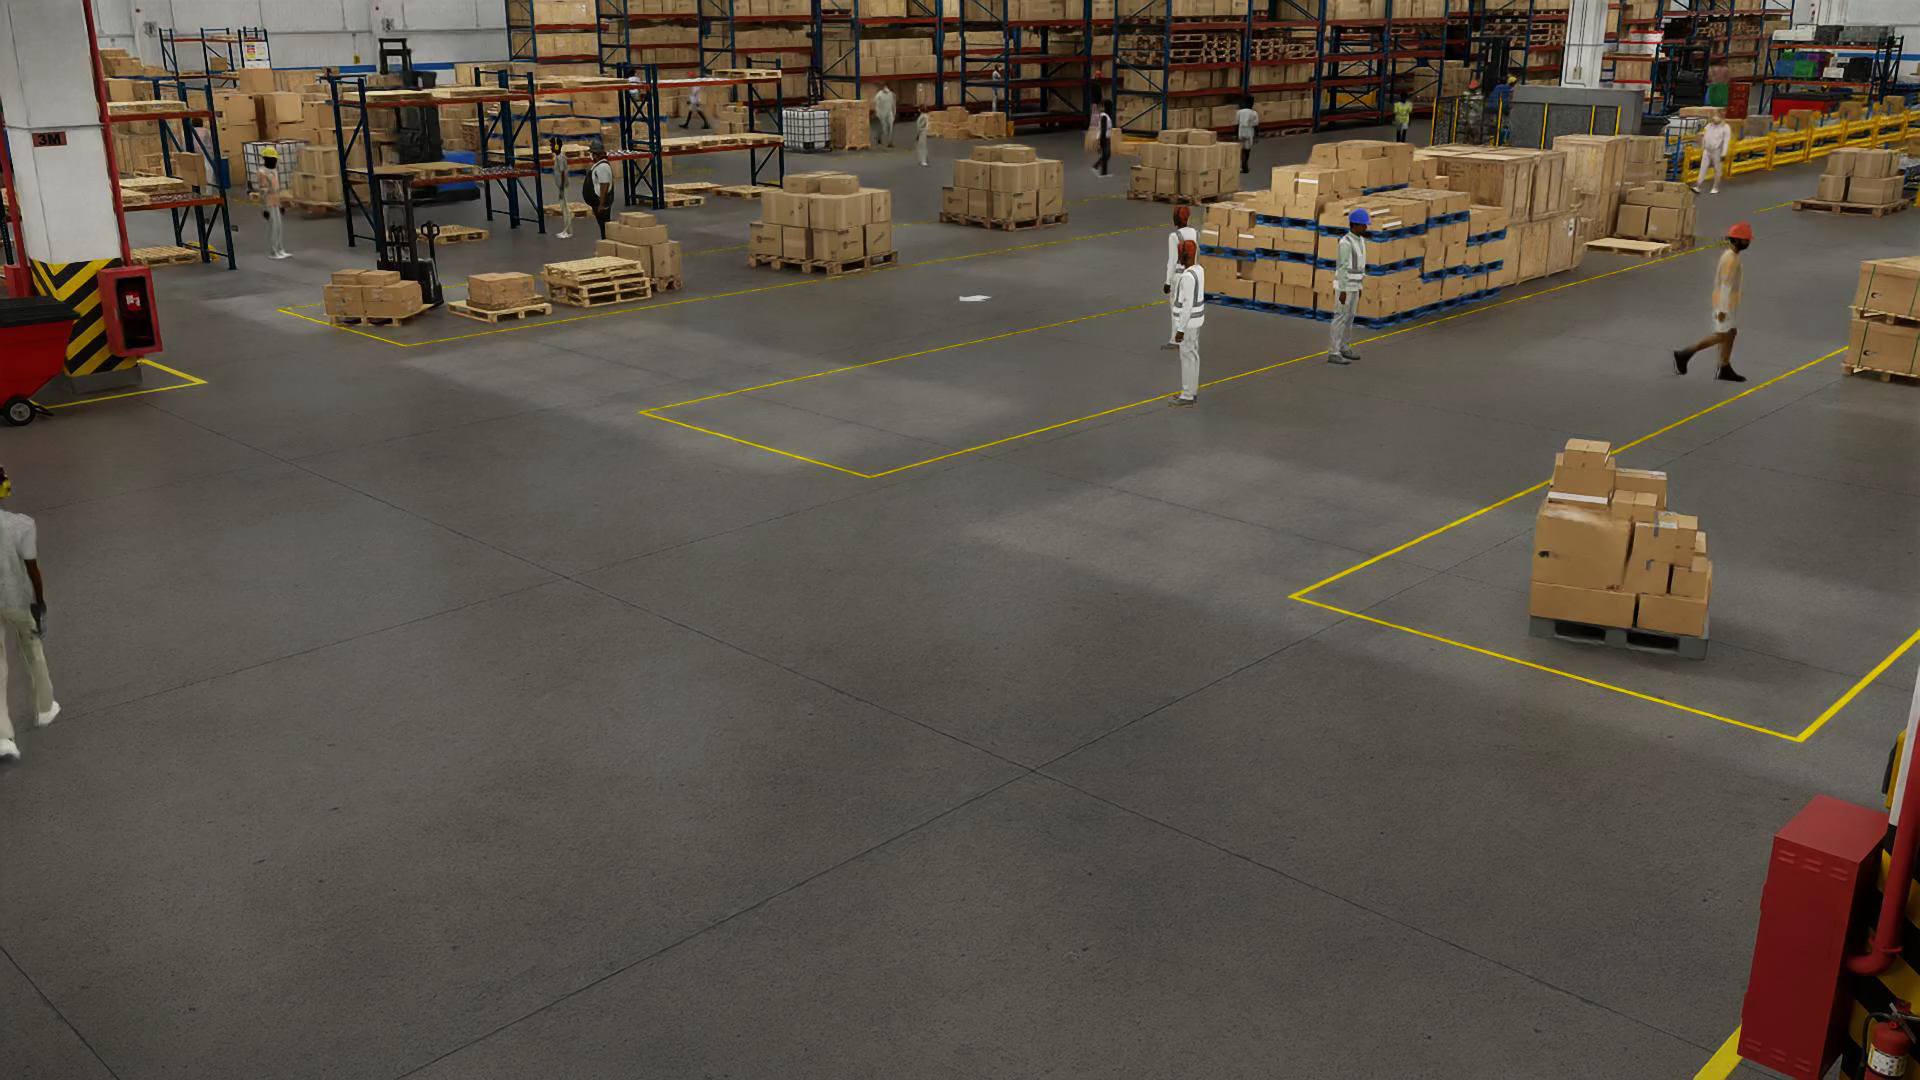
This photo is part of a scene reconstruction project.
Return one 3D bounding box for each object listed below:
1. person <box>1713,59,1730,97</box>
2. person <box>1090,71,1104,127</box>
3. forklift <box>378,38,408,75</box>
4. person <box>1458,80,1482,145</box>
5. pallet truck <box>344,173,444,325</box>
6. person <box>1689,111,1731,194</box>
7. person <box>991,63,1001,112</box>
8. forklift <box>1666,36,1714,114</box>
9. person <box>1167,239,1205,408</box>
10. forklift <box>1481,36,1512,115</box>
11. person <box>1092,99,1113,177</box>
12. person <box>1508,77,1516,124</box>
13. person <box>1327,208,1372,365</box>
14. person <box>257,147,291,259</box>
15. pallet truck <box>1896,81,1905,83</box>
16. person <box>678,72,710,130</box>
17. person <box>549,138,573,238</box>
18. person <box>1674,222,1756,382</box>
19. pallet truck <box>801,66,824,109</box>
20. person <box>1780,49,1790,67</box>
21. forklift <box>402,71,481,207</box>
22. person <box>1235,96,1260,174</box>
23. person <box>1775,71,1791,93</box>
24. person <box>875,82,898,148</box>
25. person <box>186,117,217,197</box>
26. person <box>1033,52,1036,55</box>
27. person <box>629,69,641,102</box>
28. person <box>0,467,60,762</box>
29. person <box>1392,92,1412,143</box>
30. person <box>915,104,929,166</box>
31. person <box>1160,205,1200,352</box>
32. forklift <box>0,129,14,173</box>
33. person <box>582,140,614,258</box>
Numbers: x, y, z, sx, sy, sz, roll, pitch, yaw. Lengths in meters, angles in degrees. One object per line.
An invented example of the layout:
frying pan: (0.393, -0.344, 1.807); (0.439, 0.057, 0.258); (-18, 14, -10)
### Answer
person: (29.818, -17.862, 65.144); (0.464, 1.888, 0.664); (-12, 22, -33)
person: (4.426, -14.145, 53.786); (0.393, 1.990, 0.616); (-3, 19, -8)
forklift: (-20.304, -16.625, 59.872); (1.129, 2.768, 1.873); (-4, 19, -12)
person: (14.974, -12.430, 48.619); (0.985, 2.007, 0.616); (-15, 23, -38)
pallet truck: (-8.209, -4.181, 23.757); (0.823, 1.965, 1.885); (3, 19, 9)
person: (17.165, -8.833, 37.981); (0.960, 1.855, 0.673); (-14, 23, -35)
person: (1.337, -16.361, 60.547); (0.372, 1.940, 0.632); (2, 19, 7)
forklift: (27.341, -17.291, 61.877); (1.129, 2.768, 1.873); (17, 25, 41)
person: (2.547, -2.422, 18.632); (0.355, 1.887, 0.573); (7, 20, 20)
forklift: (19.973, -17.201, 61.605); (1.873, 2.768, 1.129); (16, 24, 40)
person: (3.615, -9.985, 41.386); (0.446, 1.907, 0.590); (4, 19, 12)
person: (18.044, -14.248, 54.466); (0.328, 1.760, 0.524); (6, 19, 17)
person: (4.894, -3.175, 20.828); (0.425, 1.938, 0.603); (12, 22, 32)
person: (-11.991, -5.874, 28.973); (0.389, 1.924, 0.591); (-1, 18, -3)
pallet truck: (34.802, -16.331, 61.455); (0.653, 1.274, 1.630); (17, 25, 41)
person: (-8.873, -14.645, 55.478); (1.047, 1.883, 0.551); (-2, 19, -7)
person: (-7.523, -6.640, 31.373); (0.310, 1.864, 0.533); (-5, 19, -14)
person: (9.073, -2.841, 19.862); (0.747, 1.918, 0.550); (8, 20, 24)
pallet truck: (-4.812, -15.182, 56.903); (0.823, 1.965, 1.885); (-9, 21, -26)
person: (39.515, -22.642, 79.762); (0.535, 1.749, 0.493); (16, 24, 40)
forklift: (-11.606, -8.747, 36.134); (1.129, 2.768, 1.873); (17, 25, 41)
person: (7.370, -10.309, 42.308); (0.626, 1.934, 0.802); (16, 24, 40)
person: (32.540, -18.018, 65.739); (0.611, 1.815, 0.439); (12, 22, 32)
person: (-2.204, -12.599, 49.251); (0.651, 1.913, 0.496); (-11, 21, -30)
person: (-16.902, -8.550, 37.197); (0.631, 1.824, 0.570); (-2, 19, -7)
person: (3.685, -22.950, 80.499); (0.963, 1.865, 0.665); (-15, 24, -39)
person: (-12.073, -16.613, 61.710); (0.549, 1.662, 0.787); (1, 18, 2)
person: (-5.875, 0.413, 10.192); (0.520, 1.830, 0.959); (-7, 20, -21)
person: (12.898, -12.236, 48.574); (0.542, 1.648, 0.880); (5, 19, 15)
person: (-1.070, -10.716, 44.017); (0.560, 1.619, 0.540); (5, 19, 16)
person: (2.848, -3.389, 21.550); (0.355, 1.884, 0.575); (15, 24, 38)
forklift: (-24.026, -10.894, 42.605); (1.129, 2.768, 1.873); (17, 25, 41)
person: (-6.270, -5.895, 28.853); (0.537, 2.000, 0.683); (-5, 19, -13)
